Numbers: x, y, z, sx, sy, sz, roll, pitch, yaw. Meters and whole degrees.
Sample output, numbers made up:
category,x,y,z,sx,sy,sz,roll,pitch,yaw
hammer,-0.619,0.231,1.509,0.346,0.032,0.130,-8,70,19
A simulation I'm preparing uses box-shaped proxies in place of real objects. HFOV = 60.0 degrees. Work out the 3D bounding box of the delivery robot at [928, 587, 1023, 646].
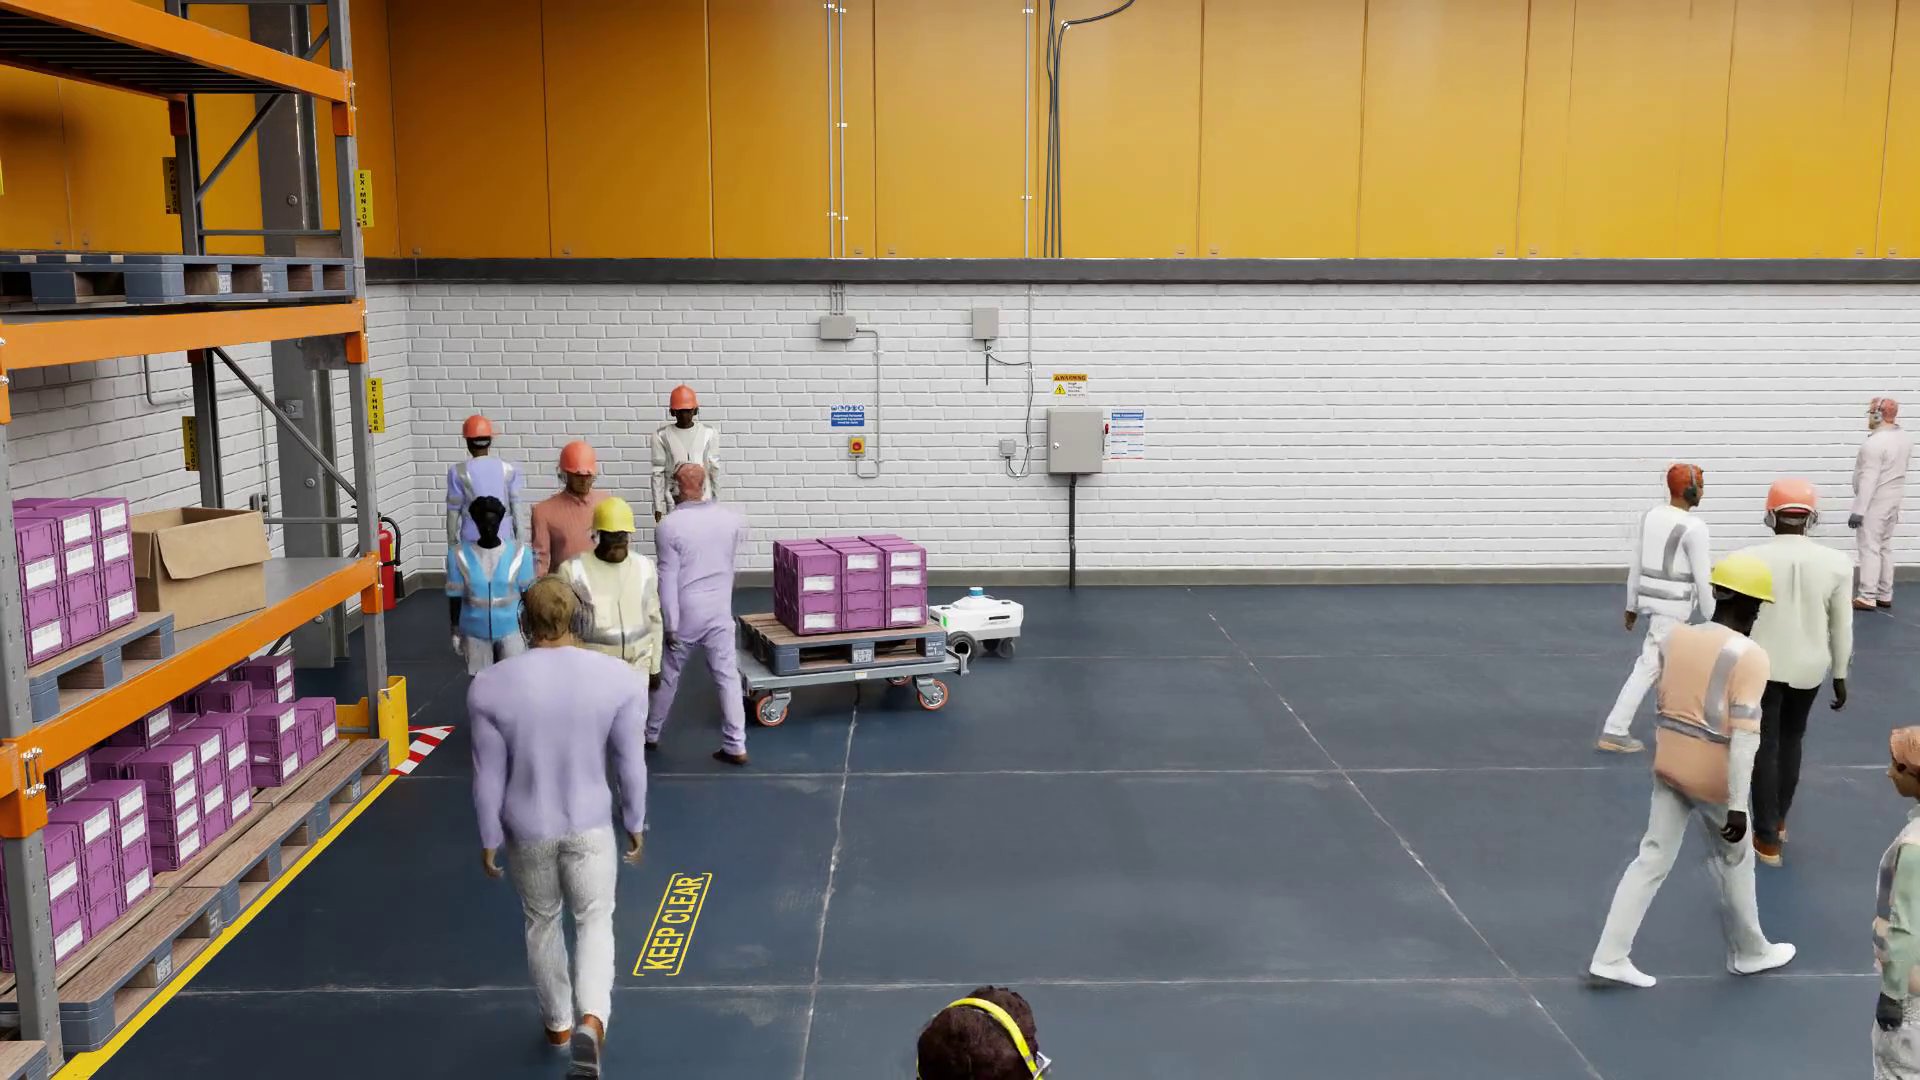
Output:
category,x,y,z,sx,sy,sz,roll,pitch,yaw
delivery robot,0.127,0.612,12.930,0.707,0.478,0.477,-4,10,-23

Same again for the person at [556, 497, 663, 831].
category,x,y,z,sx,sy,sz,roll,pitch,yaw
person,-1.912,0.655,9.078,0.606,1.814,0.644,-5,11,-30

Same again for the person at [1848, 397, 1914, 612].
category,x,y,z,sx,sy,sz,roll,pitch,yaw
person,8.138,-0.317,14.780,0.653,1.906,0.406,-7,11,-35

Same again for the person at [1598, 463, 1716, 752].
category,x,y,z,sx,sy,sz,roll,pitch,yaw
person,4.475,0.431,10.450,1.004,1.828,0.595,-2,9,-10

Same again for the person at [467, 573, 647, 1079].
category,x,y,z,sx,sy,sz,roll,pitch,yaw
person,-1.487,1.078,6.204,0.639,1.917,0.797,-2,10,-14

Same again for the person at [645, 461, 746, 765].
category,x,y,z,sx,sy,sz,roll,pitch,yaw
person,-1.679,0.439,10.304,0.656,1.851,0.998,-9,13,-44

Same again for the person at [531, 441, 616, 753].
category,x,y,z,sx,sy,sz,roll,pitch,yaw
person,-2.339,0.371,10.362,0.647,1.964,0.752,-5,11,-30

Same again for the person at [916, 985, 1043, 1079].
category,x,y,z,sx,sy,sz,roll,pitch,yaw
person,-0.013,1.675,2.800,0.520,1.839,0.886,8,12,42

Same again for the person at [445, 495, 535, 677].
category,x,y,z,sx,sy,sz,roll,pitch,yaw
person,-2.844,0.558,10.112,0.535,1.685,0.364,-2,9,-12

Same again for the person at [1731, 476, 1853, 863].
category,x,y,z,sx,sy,sz,roll,pitch,yaw
person,4.239,0.641,8.695,0.646,1.969,0.807,1,9,9

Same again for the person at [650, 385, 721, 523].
category,x,y,z,sx,sy,sz,roll,pitch,yaw
person,-2.389,-0.345,14.582,0.613,2.031,0.402,-3,10,-18

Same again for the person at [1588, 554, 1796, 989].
category,x,y,z,sx,sy,sz,roll,pitch,yaw
person,3.114,0.983,6.994,0.998,1.852,0.627,-3,10,-21

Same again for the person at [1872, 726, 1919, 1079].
category,x,y,z,sx,sy,sz,roll,pitch,yaw
person,3.049,1.375,5.257,0.530,1.619,0.390,-9,13,-44

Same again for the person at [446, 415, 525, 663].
category,x,y,z,sx,sy,sz,roll,pitch,yaw
person,-3.739,-0.020,12.967,0.556,1.893,0.962,-6,11,-33
